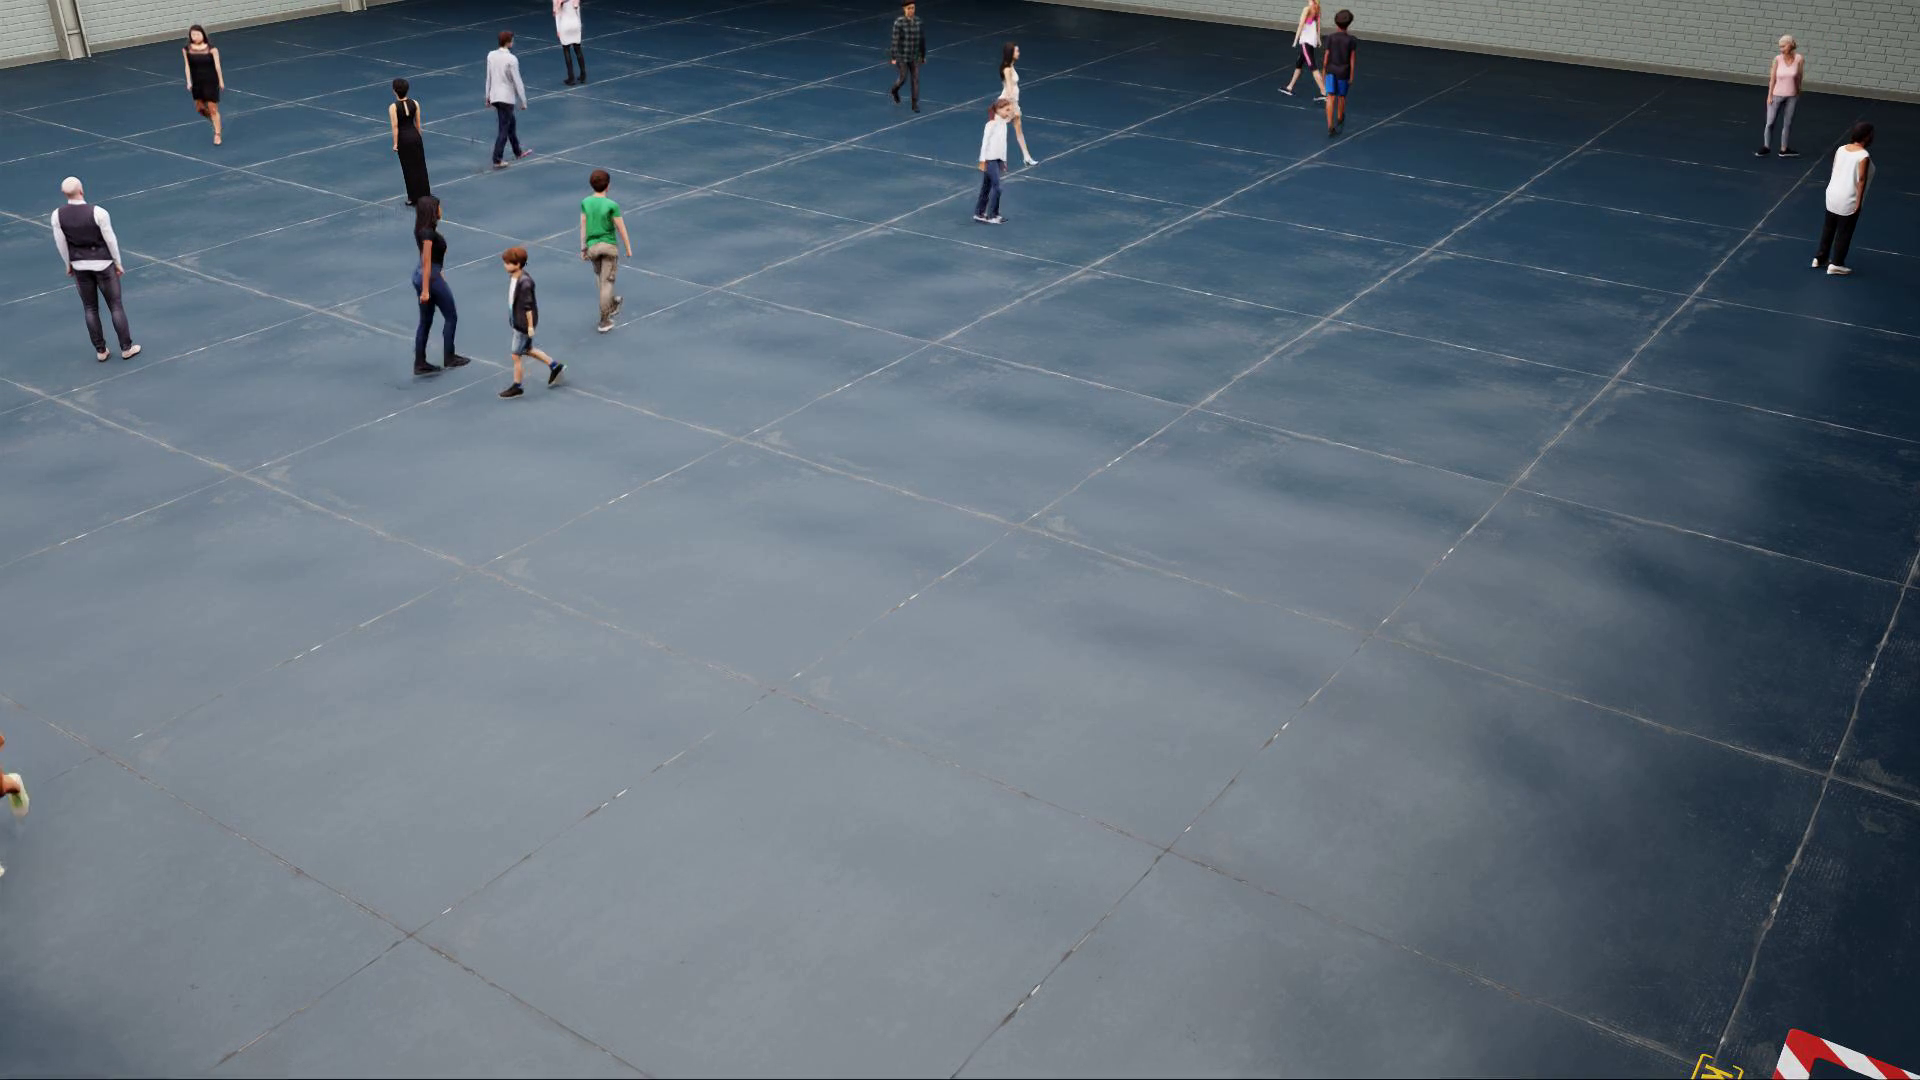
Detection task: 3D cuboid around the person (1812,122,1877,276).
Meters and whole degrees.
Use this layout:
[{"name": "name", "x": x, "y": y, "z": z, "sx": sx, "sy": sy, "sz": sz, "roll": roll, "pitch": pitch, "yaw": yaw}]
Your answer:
[{"name": "person", "x": 10.046, "y": -3.880, "z": 18.827, "sx": 0.819, "sy": 1.687, "sz": 0.760, "roll": -5, "pitch": 28, "yaw": -9}]

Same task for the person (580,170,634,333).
[{"name": "person", "x": -3.694, "y": -2.939, "z": 17.066, "sx": 0.853, "sy": 1.627, "sz": 1.069, "roll": 6, "pitch": 28, "yaw": 11}]

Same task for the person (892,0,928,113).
[{"name": "person", "x": -0.821, "y": -7.435, "z": 25.436, "sx": 1.007, "sy": 1.693, "sz": 1.012, "roll": -12, "pitch": 30, "yaw": -22}]

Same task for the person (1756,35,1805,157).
[{"name": "person", "x": 11.629, "y": -6.232, "z": 23.384, "sx": 0.841, "sy": 1.698, "sz": 0.705, "roll": 3, "pitch": 27, "yaw": 5}]

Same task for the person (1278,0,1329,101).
[{"name": "person", "x": 5.635, "y": -7.858, "z": 26.502, "sx": 0.789, "sy": 1.734, "sz": 1.160, "roll": 23, "pitch": 35, "yaw": 38}]

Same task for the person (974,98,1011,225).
[{"name": "person", "x": 0.340, "y": -4.684, "z": 20.565, "sx": 0.604, "sy": 1.526, "sz": 0.683, "roll": 21, "pitch": 34, "yaw": 35}]

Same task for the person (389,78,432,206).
[{"name": "person", "x": -7.043, "y": -5.090, "z": 21.267, "sx": 0.640, "sy": 1.604, "sz": 0.454, "roll": 20, "pitch": 33, "yaw": 33}]

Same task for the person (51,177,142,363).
[{"name": "person", "x": -8.490, "y": -2.653, "z": 16.296, "sx": 0.768, "sy": 1.823, "sz": 0.838, "roll": -6, "pitch": 28, "yaw": -11}]

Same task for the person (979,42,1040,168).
[{"name": "person", "x": 0.558, "y": -5.907, "z": 22.762, "sx": 0.898, "sy": 1.688, "sz": 1.064, "roll": 6, "pitch": 28, "yaw": 11}]

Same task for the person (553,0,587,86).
[{"name": "person", "x": -6.517, "y": -8.545, "z": 27.763, "sx": 0.592, "sy": 1.800, "sz": 0.731, "roll": -22, "pitch": 35, "yaw": -36}]

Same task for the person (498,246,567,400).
[{"name": "person", "x": -4.035, "y": -2.047, "z": 15.553, "sx": 0.993, "sy": 1.426, "sz": 0.791, "roll": -14, "pitch": 30, "yaw": -25}]

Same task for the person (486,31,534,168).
[{"name": "person", "x": -6.352, "y": -6.039, "z": 22.894, "sx": 0.688, "sy": 1.803, "sz": 1.013, "roll": 14, "pitch": 31, "yaw": 26}]

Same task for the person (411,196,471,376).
[{"name": "person", "x": -5.143, "y": -2.398, "z": 15.946, "sx": 0.889, "sy": 1.689, "sz": 0.777, "roll": -10, "pitch": 29, "yaw": -19}]

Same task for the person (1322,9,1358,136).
[{"name": "person", "x": 5.568, "y": -6.868, "z": 24.551, "sx": 0.845, "sy": 1.760, "sz": 1.158, "roll": 8, "pitch": 28, "yaw": 16}]

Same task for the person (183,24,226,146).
[{"name": "person", "x": -10.909, "y": -6.594, "z": 24.082, "sx": 0.899, "sy": 1.701, "sz": 0.961, "roll": -4, "pitch": 27, "yaw": -7}]
